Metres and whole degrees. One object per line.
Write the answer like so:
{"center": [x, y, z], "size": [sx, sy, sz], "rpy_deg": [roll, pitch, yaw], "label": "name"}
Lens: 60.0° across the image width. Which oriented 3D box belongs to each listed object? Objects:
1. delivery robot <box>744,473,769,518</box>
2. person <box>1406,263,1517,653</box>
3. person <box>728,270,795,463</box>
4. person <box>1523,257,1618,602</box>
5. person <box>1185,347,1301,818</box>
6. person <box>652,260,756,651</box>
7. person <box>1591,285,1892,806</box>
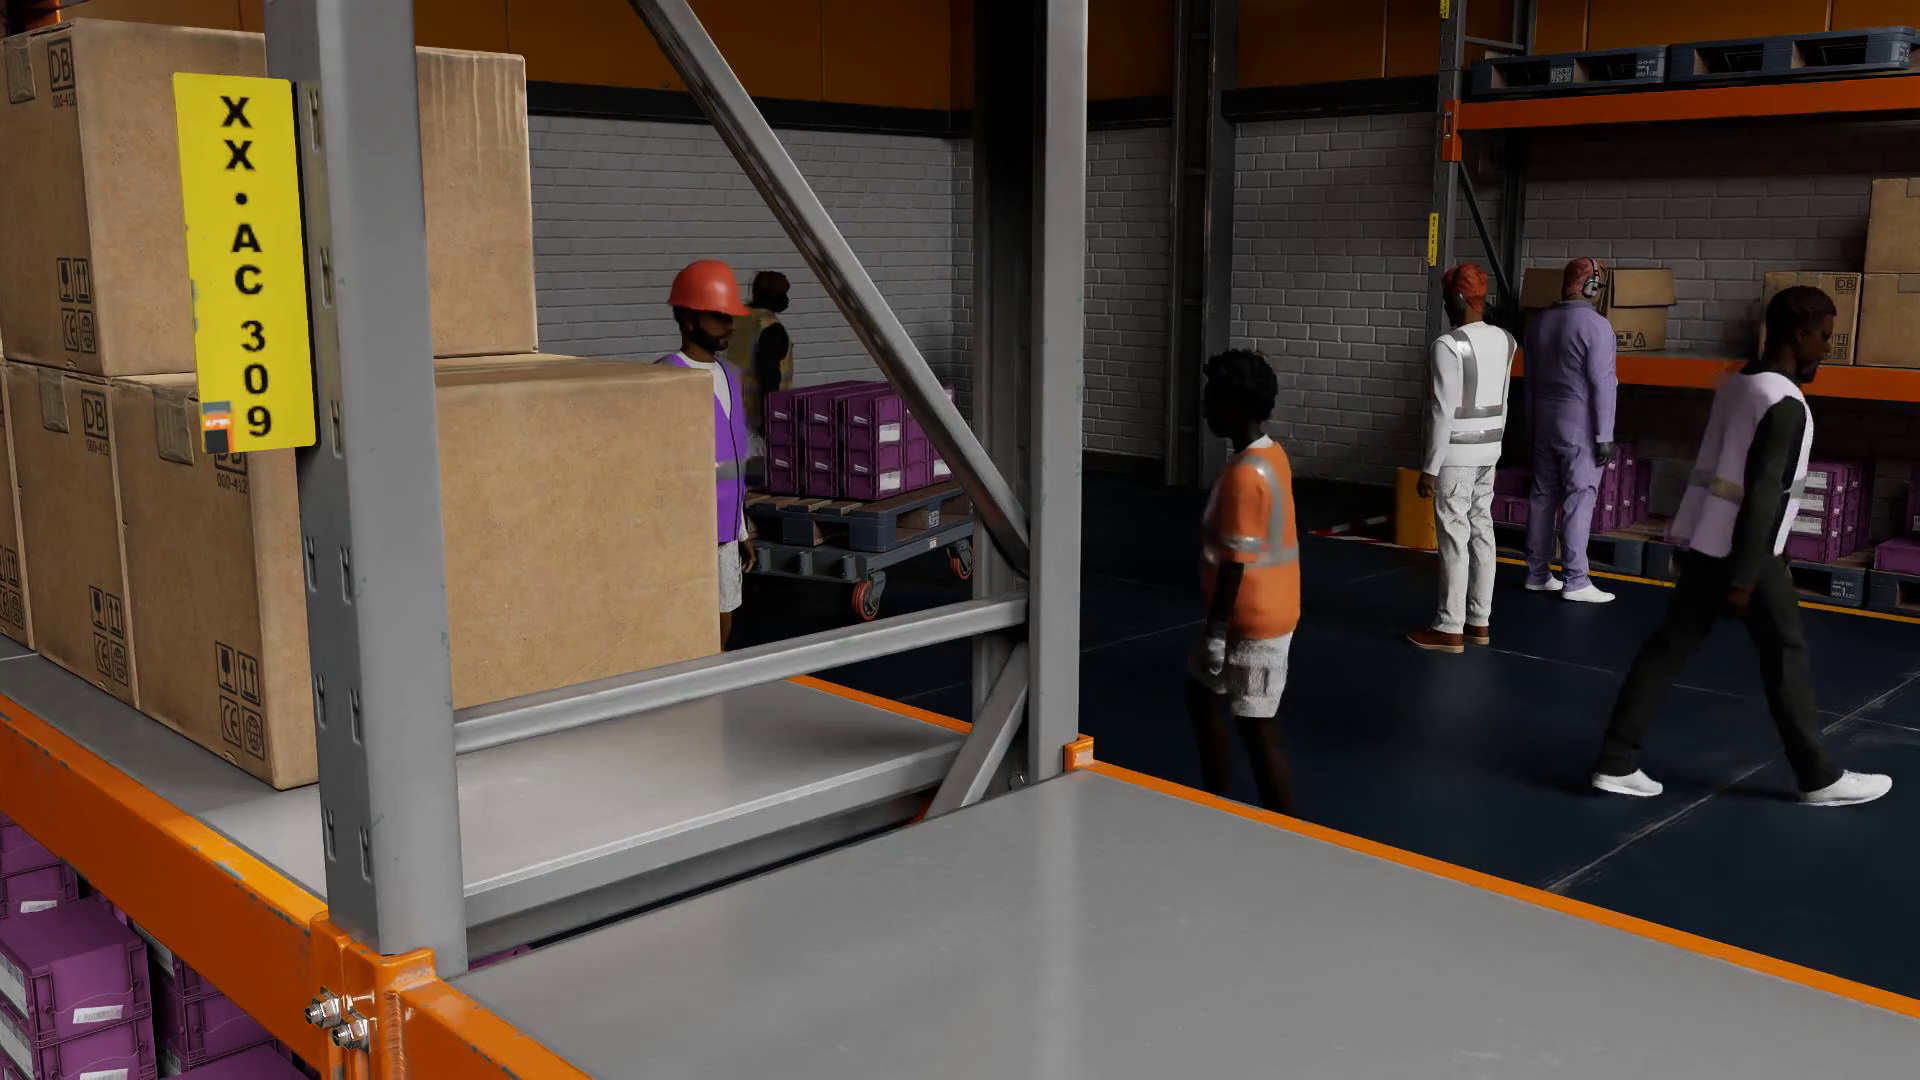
{"center": [-1.357, -0.170, 10.259], "size": [0.707, 0.478, 0.477], "rpy_deg": [-9, 14, -40], "label": "delivery robot"}
{"center": [2.444, -0.393, 8.108], "size": [0.573, 1.887, 0.356], "rpy_deg": [-9, 13, -39], "label": "person"}
{"center": [-1.378, -0.901, 11.170], "size": [0.803, 1.806, 0.651], "rpy_deg": [-9, 14, -40], "label": "person"}
{"center": [3.413, -0.609, 9.248], "size": [0.407, 1.903, 0.639], "rpy_deg": [-4, 11, -21], "label": "person"}
{"center": [0.817, 0.242, 5.190], "size": [0.608, 1.673, 0.542], "rpy_deg": [3, 11, 16], "label": "person"}
{"center": [-0.916, -0.038, 6.040], "size": [0.359, 1.936, 0.544], "rpy_deg": [4, 11, 22], "label": "person"}
{"center": [2.763, 0.044, 5.844], "size": [1.045, 1.852, 0.610], "rpy_deg": [0, 10, 2], "label": "person"}
